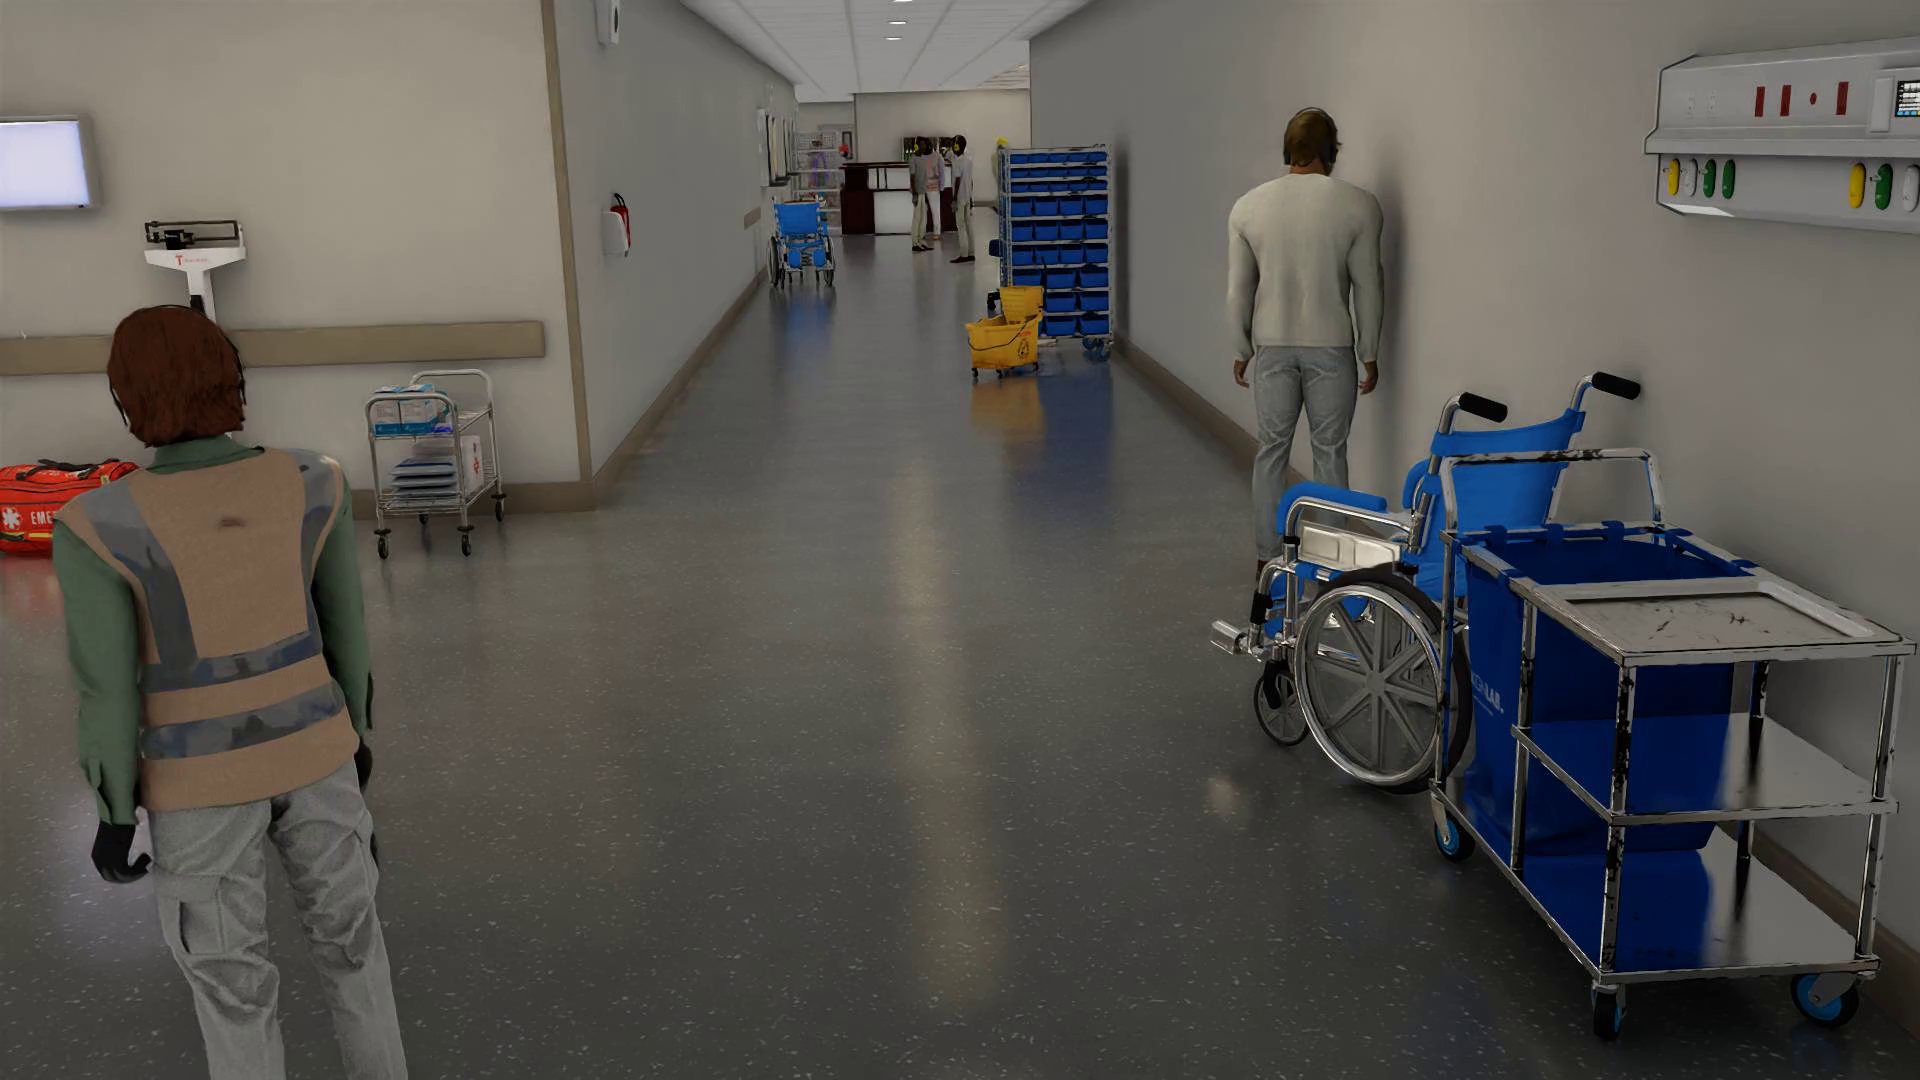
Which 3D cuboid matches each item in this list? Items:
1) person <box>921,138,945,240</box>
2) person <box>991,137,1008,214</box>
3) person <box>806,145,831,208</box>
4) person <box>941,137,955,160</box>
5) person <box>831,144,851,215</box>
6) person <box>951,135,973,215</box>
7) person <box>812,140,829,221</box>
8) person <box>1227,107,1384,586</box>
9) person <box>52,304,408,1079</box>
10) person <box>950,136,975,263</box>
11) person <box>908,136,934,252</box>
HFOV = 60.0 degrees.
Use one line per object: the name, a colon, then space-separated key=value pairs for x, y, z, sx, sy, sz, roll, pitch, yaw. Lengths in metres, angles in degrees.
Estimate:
person: x=-0.576 y=-6.377 z=30.280 sx=0.624 sy=1.844 sz=0.430 roll=4 pitch=15 yaw=20
person: x=0.990 y=-8.481 z=38.799 sx=0.427 sy=1.806 sz=0.608 roll=8 pitch=17 yaw=35
person: x=-3.695 y=-9.243 z=42.646 sx=0.662 sy=1.749 sz=0.521 roll=4 pitch=15 yaw=22
person: x=-0.240 y=-8.492 z=38.914 sx=0.340 sy=1.845 sz=0.513 roll=-11 pitch=17 yaw=-34
person: x=-2.884 y=-8.765 z=40.586 sx=0.498 sy=1.732 sz=0.566 roll=-4 pitch=14 yaw=-11
person: x=0.014 y=-8.593 z=39.218 sx=0.574 sy=1.887 sz=0.355 roll=8 pitch=17 yaw=34
person: x=-3.243 y=-8.322 z=38.570 sx=0.389 sy=1.849 sz=0.567 roll=-4 pitch=14 yaw=-11
person: x=1.408 y=-0.771 z=6.805 sx=0.633 sy=1.936 sz=0.352 roll=5 pitch=15 yaw=25
person: x=-1.229 y=0.416 z=2.861 sx=0.313 sy=1.637 sz=0.513 roll=10 pitch=18 yaw=40
person: x=0.019 y=-5.052 z=24.707 sx=0.312 sy=1.866 sz=0.538 roll=7 pitch=16 yaw=30
person: x=-0.656 y=-5.716 z=27.504 sx=0.326 sy=1.876 sz=0.518 roll=4 pitch=15 yaw=20
